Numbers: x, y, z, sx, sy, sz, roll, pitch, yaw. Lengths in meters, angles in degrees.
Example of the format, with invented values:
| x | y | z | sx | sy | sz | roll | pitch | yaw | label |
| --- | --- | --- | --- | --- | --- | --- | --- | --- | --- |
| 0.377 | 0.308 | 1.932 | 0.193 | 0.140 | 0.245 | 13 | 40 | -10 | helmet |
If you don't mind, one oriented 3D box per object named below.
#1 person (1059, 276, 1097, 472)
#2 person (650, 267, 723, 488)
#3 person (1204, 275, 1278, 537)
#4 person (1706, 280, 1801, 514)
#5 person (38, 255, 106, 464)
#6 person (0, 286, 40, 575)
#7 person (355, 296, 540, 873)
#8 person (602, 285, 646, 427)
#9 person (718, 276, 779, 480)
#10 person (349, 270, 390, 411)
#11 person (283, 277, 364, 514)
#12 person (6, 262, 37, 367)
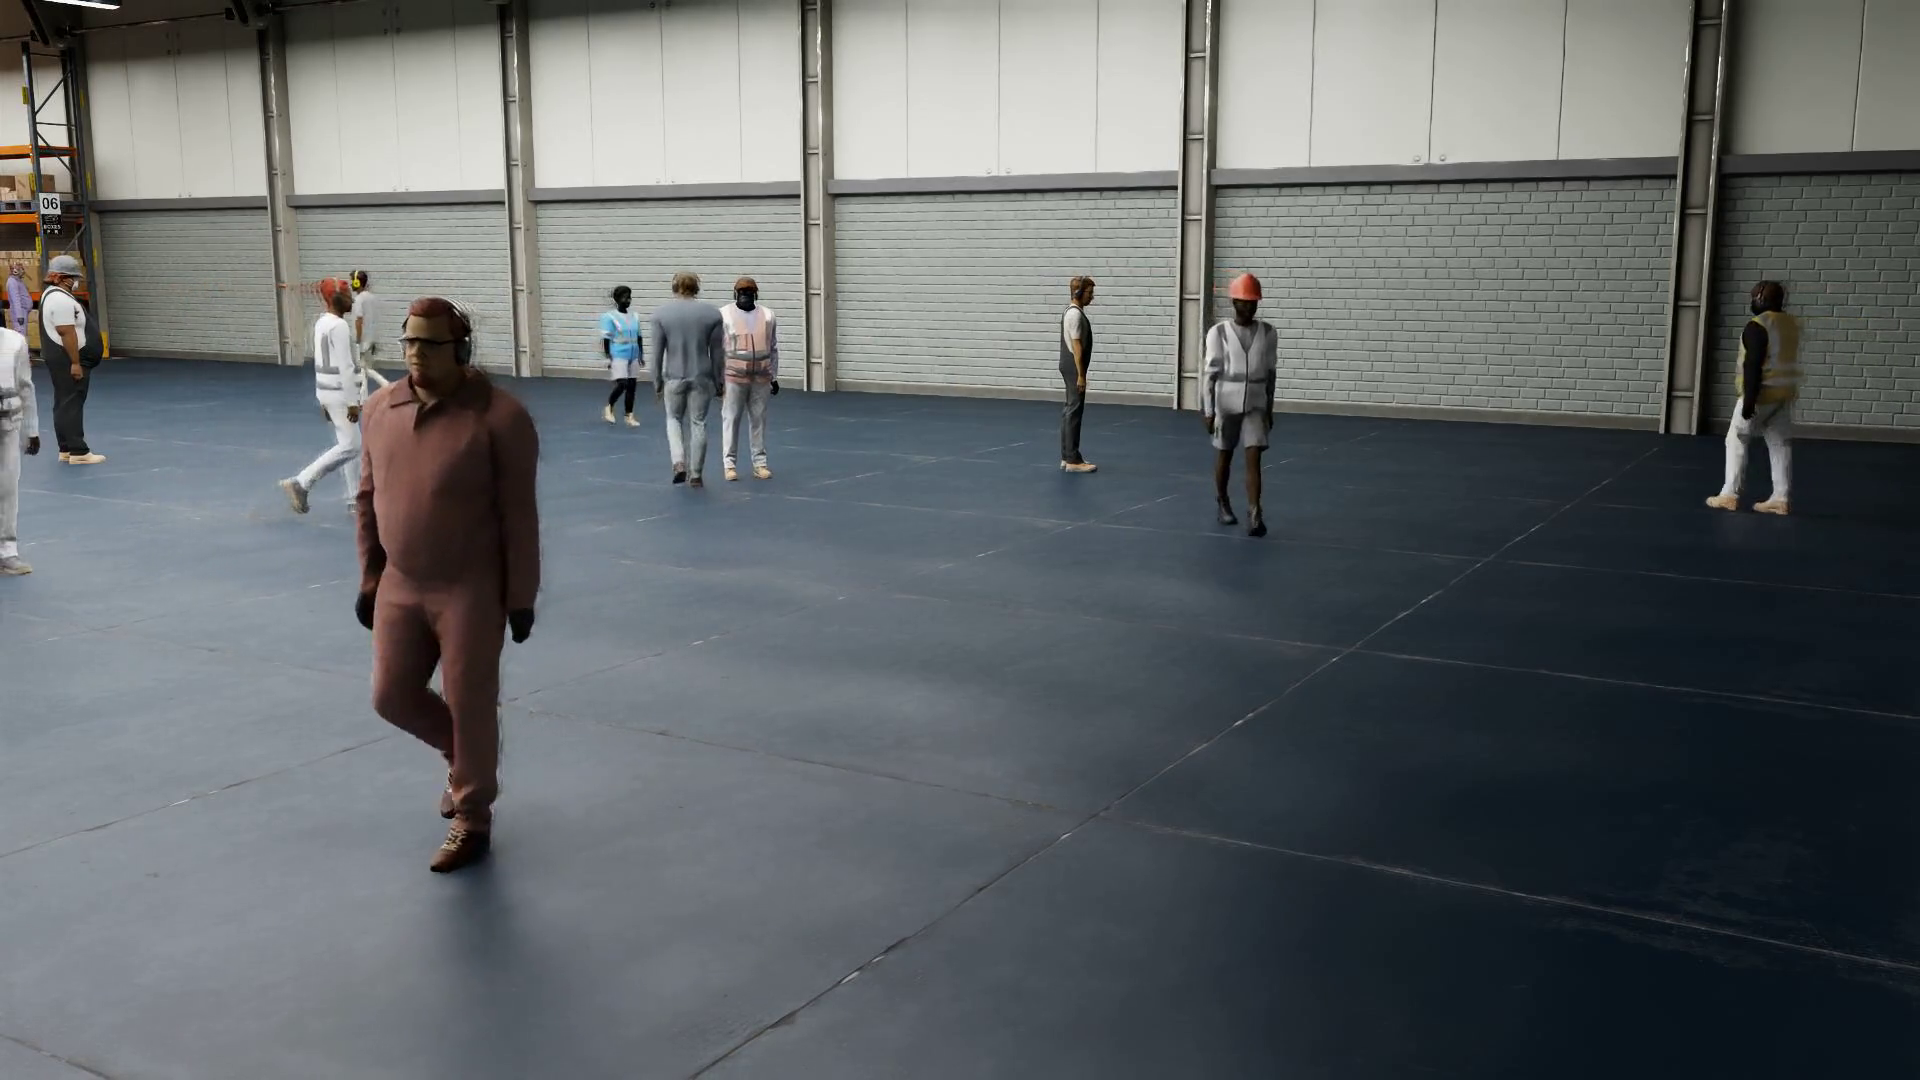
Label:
| x | y | z | sx | sy | sz | roll | pitch | yaw | label |
| --- | --- | --- | --- | --- | --- | --- | --- | --- | --- |
| 1.106 | -1.557 | 15.647 | 0.345 | 1.840 | 0.504 | -1 | 10 | -4 | person |
| -2.381 | -1.410 | 14.553 | 0.636 | 1.926 | 0.428 | -2 | 10 | -11 | person |
| 2.061 | -0.990 | 12.196 | 0.563 | 1.884 | 1.020 | -1 | 10 | -4 | person |
| 6.291 | -1.123 | 13.146 | 0.668 | 1.825 | 0.744 | -6 | 12 | -33 | person |
| -8.683 | -1.768 | 16.290 | 0.537 | 2.000 | 0.678 | -8 | 13 | -41 | person |
| -6.113 | -0.695 | 10.498 | 0.425 | 1.871 | 0.605 | 5 | 11 | 28 | person |
| -1.704 | 0.135 | 5.573 | 0.667 | 1.891 | 0.495 | 3 | 10 | 16 | person |
| -3.966 | -2.158 | 19.623 | 0.383 | 1.687 | 0.540 | 8 | 12 | 38 | person |
| -1.929 | -1.460 | 15.079 | 0.626 | 1.840 | 0.430 | -5 | 11 | -25 | person |
| -7.716 | -2.588 | 21.666 | 0.567 | 1.853 | 0.512 | 0 | 10 | 1 | person |
| -4.843 | -1.090 | 12.841 | 0.718 | 1.866 | 0.585 | -6 | 11 | -30 | person |
| -17.165 | -4.113 | 30.413 | 0.408 | 1.909 | 0.642 | -5 | 11 | -27 | person |
